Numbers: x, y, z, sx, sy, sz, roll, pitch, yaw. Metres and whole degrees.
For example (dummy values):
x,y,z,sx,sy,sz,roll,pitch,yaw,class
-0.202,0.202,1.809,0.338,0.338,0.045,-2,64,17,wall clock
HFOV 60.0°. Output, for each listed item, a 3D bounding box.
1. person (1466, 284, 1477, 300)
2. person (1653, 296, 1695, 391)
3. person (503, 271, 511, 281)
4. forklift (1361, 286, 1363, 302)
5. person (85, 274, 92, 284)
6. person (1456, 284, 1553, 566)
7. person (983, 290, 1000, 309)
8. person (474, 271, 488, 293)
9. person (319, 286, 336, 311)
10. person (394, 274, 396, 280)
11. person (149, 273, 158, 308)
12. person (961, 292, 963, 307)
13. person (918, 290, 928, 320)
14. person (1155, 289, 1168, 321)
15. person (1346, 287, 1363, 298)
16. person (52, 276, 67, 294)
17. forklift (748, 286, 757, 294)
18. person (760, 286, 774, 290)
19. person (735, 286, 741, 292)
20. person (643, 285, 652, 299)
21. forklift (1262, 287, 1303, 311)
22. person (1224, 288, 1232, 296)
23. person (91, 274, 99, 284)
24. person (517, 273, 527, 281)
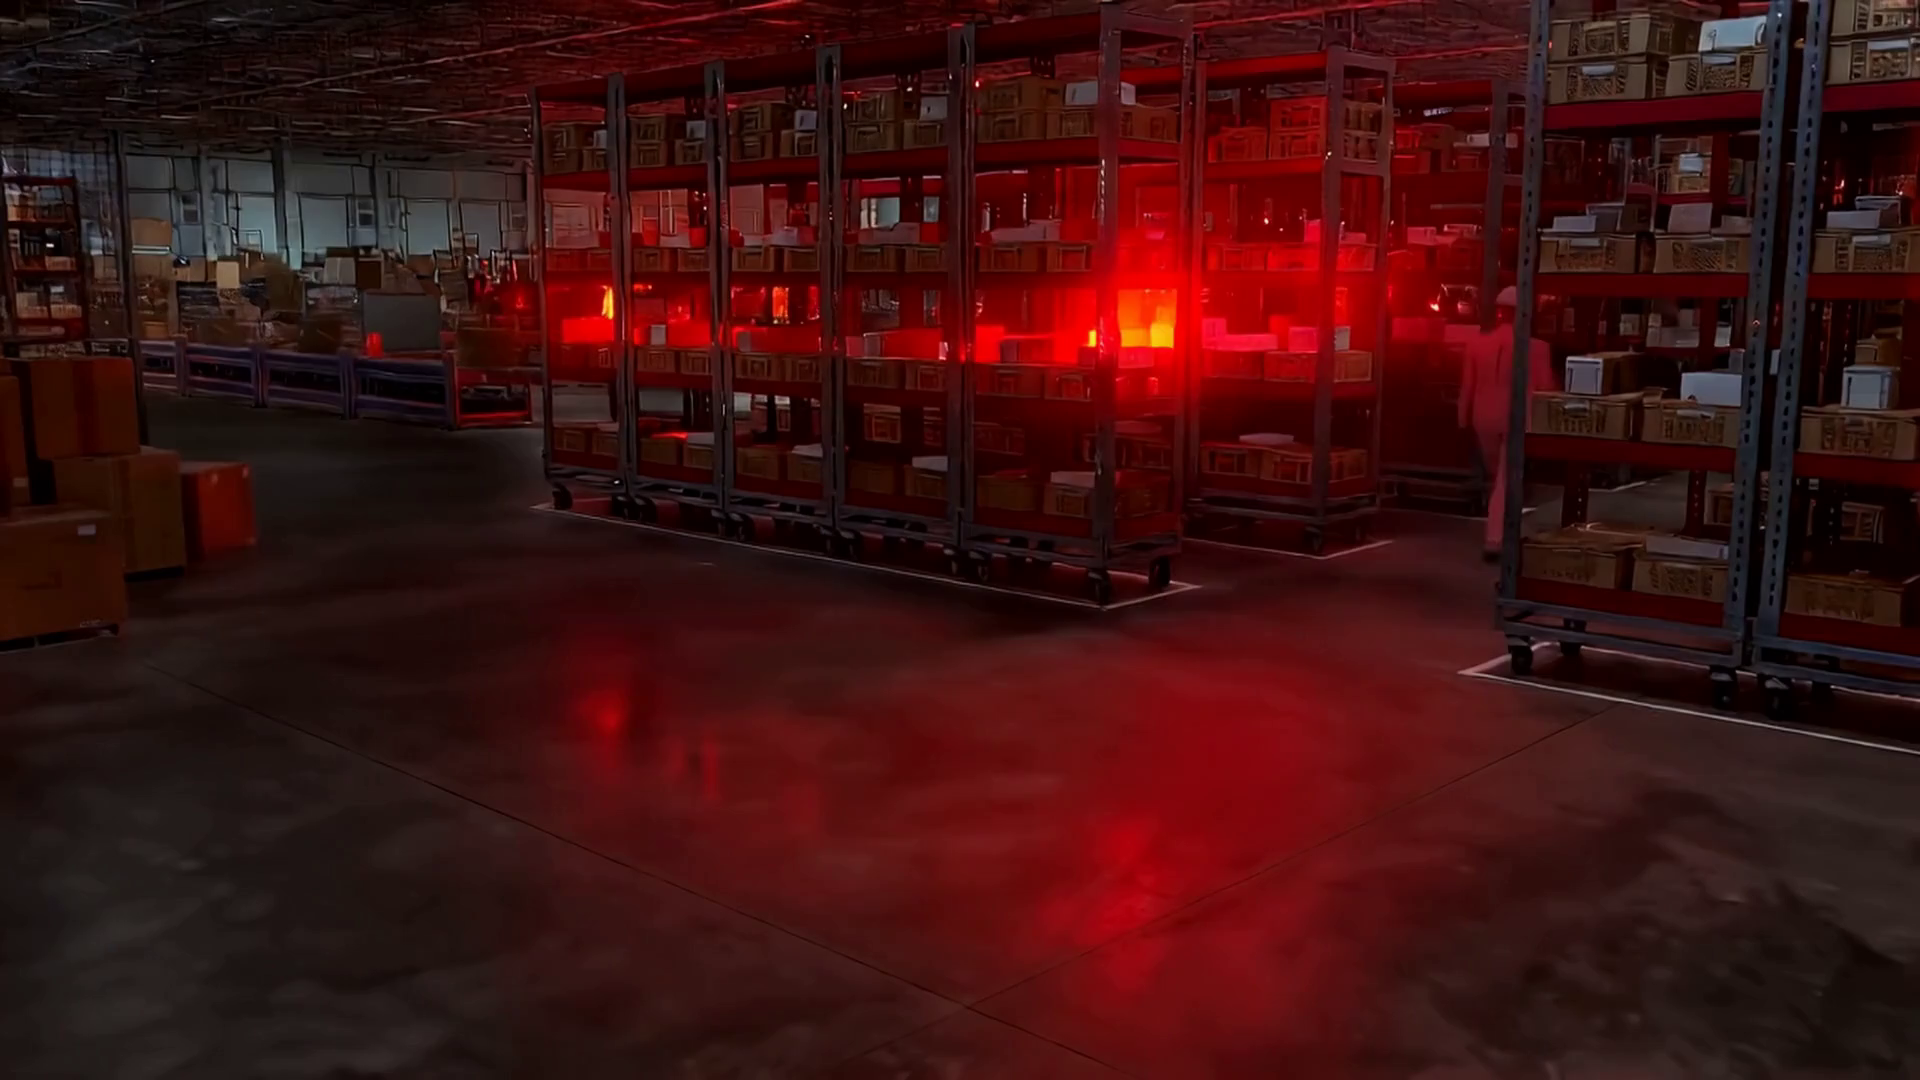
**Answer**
x,y,z,sx,sy,sz,roll,pitch,yaw,class
15.036,-6.747,48.844,0.890,1.725,0.525,7,11,35,person
8.289,-2.080,19.475,1.083,1.995,0.620,8,12,39,person
-24.988,-13.797,91.466,0.454,1.922,0.665,7,11,35,person
11.100,-7.017,46.970,1.873,2.768,1.129,9,13,43,forklift
-33.809,-9.339,64.172,0.565,1.904,0.809,4,10,24,person
3.921,-0.823,11.812,0.636,1.952,0.928,8,12,40,person
0.455,-2.369,21.807,0.988,1.795,0.572,-7,12,-38,person
-23.983,-12.509,83.207,0.691,2.000,0.988,-1,9,-5,person
-18.000,-6.656,47.497,0.404,1.996,0.619,3,10,17,person
-20.709,-8.875,61.302,0.470,1.923,0.552,-8,12,-41,person
-34.568,-10.488,71.293,0.337,1.882,0.585,-6,11,-33,person
0.135,-8.009,56.076,0.640,1.886,0.664,9,13,43,person
-1.027,-5.628,41.709,0.403,1.817,0.606,-4,10,-24,person
3.058,-2.854,24.859,0.533,1.765,0.329,6,11,31,person
6.612,-3.429,28.231,0.602,1.810,0.654,8,12,42,person
-24.096,-6.156,44.764,0.545,1.902,0.988,9,13,43,person
-9.635,-12.244,79.016,1.873,2.768,1.129,9,13,43,forklift
-7.295,-9.252,63.456,0.656,1.989,0.835,-6,11,-34,person
-8.495,-9.072,63.191,0.366,1.685,0.551,2,9,12,person
-12.025,-9.387,64.514,0.595,1.900,0.713,2,10,13,person
10.769,-8.203,54.240,1.129,2.768,1.873,8,12,42,forklift
8.980,-7.997,56.455,0.570,1.732,0.387,9,13,44,person
-41.617,-11.921,80.245,0.802,1.845,0.514,-3,10,-20,person
-21.415,-12.128,81.385,0.513,1.876,0.328,-4,10,-26,person
